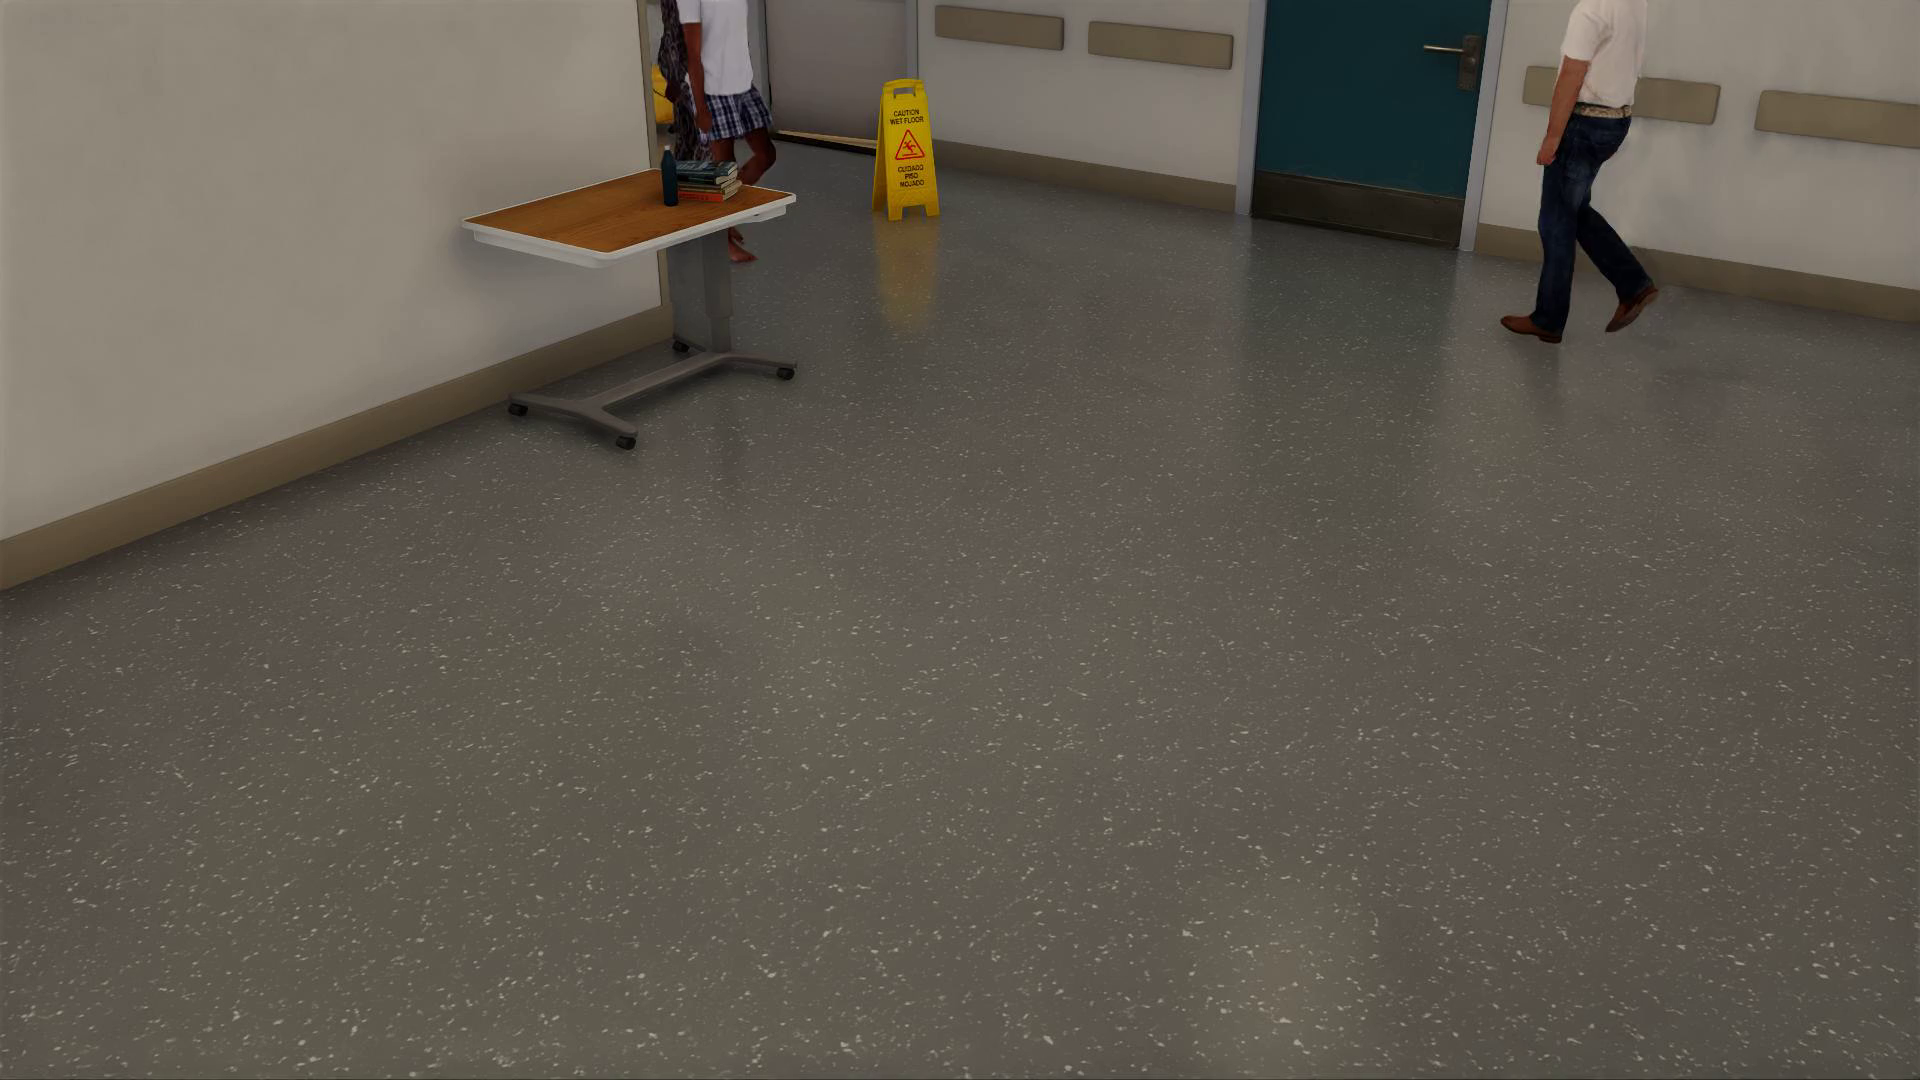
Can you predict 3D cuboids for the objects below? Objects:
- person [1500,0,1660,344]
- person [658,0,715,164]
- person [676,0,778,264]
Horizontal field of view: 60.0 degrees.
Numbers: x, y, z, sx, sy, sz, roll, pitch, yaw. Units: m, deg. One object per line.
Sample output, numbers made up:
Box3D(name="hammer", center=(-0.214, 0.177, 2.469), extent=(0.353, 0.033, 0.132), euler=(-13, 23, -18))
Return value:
Box3D(name="person", center=(2.782, -1.708, 7.146), extent=(0.945, 1.840, 0.747), euler=(23, 34, 39))
Box3D(name="person", center=(-1.578, -2.552, 9.054), extent=(0.763, 1.702, 0.705), euler=(1, 26, 2))
Box3D(name="person", center=(-1.270, -2.292, 8.500), extent=(0.660, 1.716, 0.675), euler=(14, 29, 27))
